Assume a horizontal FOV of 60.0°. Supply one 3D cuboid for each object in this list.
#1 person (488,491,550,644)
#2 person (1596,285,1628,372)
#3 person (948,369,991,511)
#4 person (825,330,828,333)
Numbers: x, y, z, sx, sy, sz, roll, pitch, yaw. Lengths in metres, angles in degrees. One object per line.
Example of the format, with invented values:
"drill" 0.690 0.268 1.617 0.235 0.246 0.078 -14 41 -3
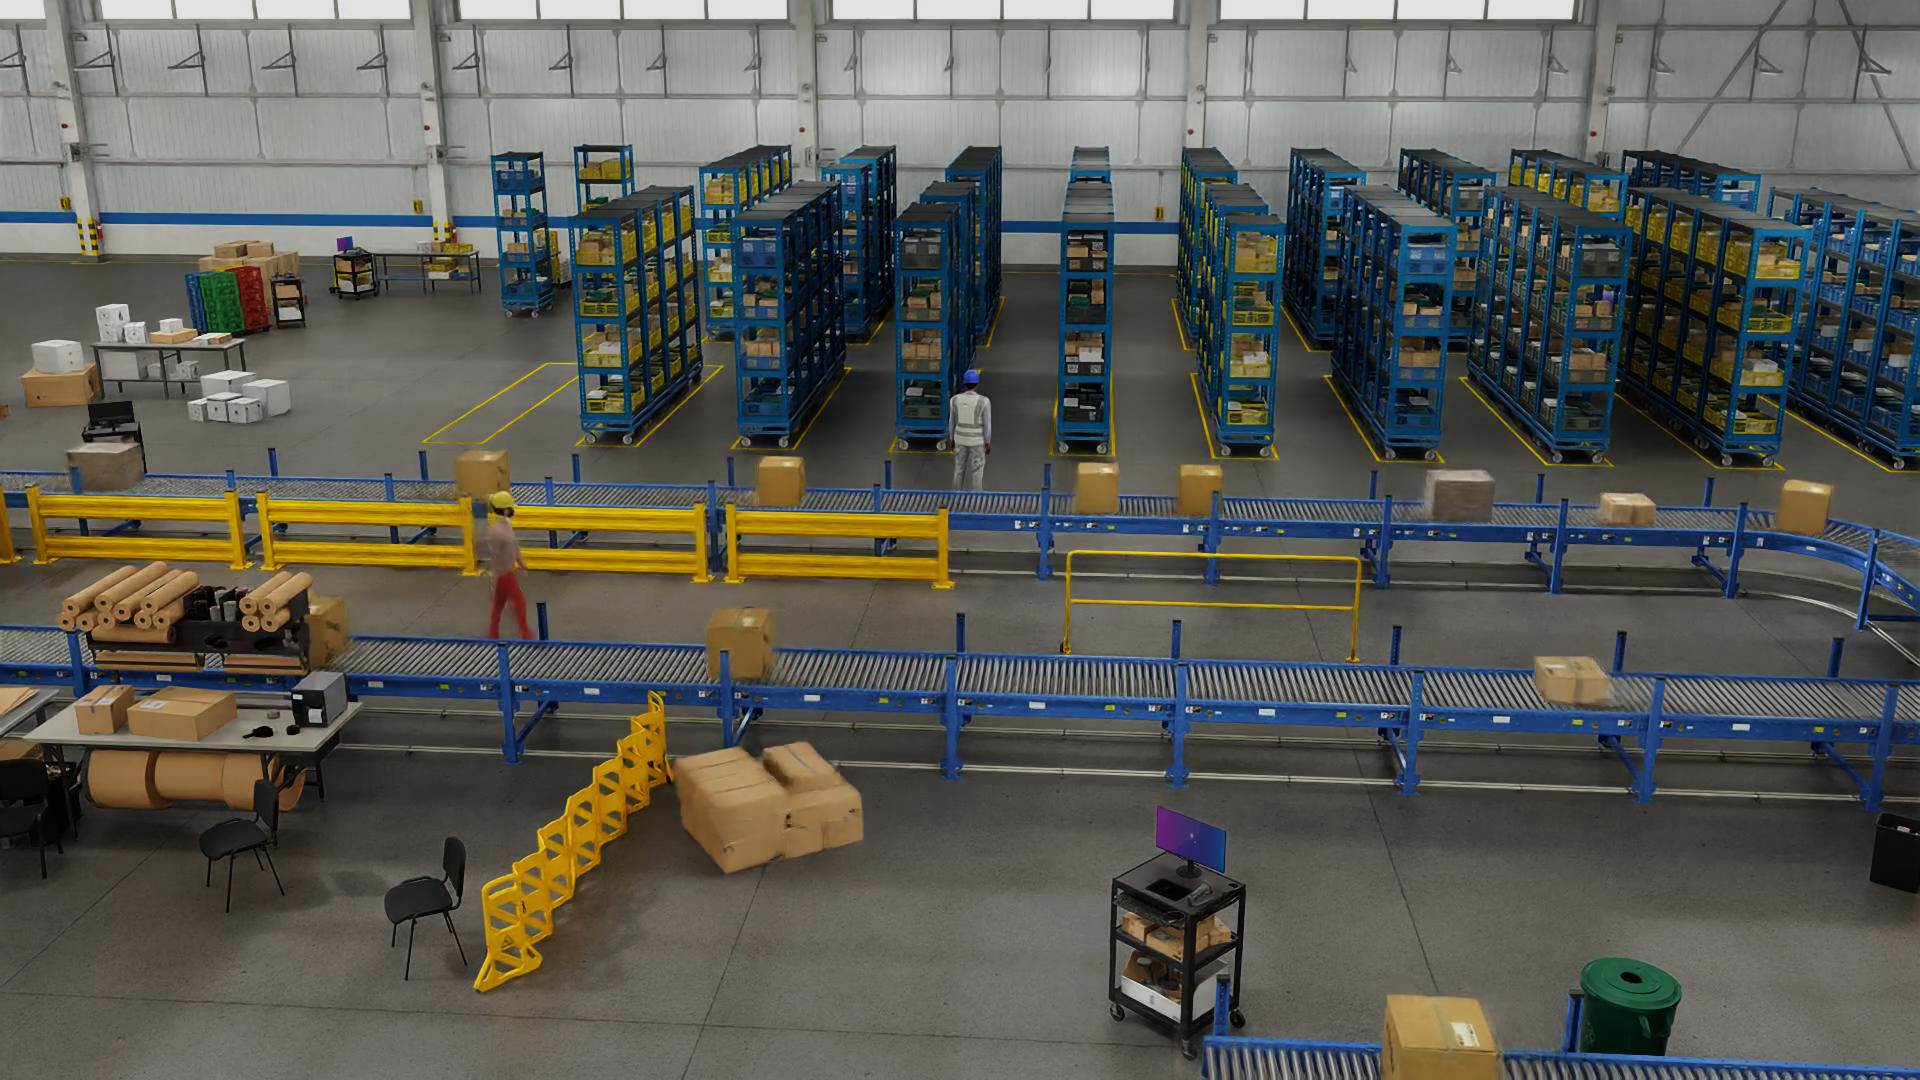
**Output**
"person" -4.735 0.325 17.690 0.786 1.738 0.534 -2 18 -7
"person" 12.279 -4.031 31.352 0.563 1.837 0.385 9 20 27
"person" 0.140 -1.377 22.756 0.615 1.941 0.416 8 19 24
"person" -2.781 -4.549 33.016 0.518 1.814 0.628 -2 18 -5
